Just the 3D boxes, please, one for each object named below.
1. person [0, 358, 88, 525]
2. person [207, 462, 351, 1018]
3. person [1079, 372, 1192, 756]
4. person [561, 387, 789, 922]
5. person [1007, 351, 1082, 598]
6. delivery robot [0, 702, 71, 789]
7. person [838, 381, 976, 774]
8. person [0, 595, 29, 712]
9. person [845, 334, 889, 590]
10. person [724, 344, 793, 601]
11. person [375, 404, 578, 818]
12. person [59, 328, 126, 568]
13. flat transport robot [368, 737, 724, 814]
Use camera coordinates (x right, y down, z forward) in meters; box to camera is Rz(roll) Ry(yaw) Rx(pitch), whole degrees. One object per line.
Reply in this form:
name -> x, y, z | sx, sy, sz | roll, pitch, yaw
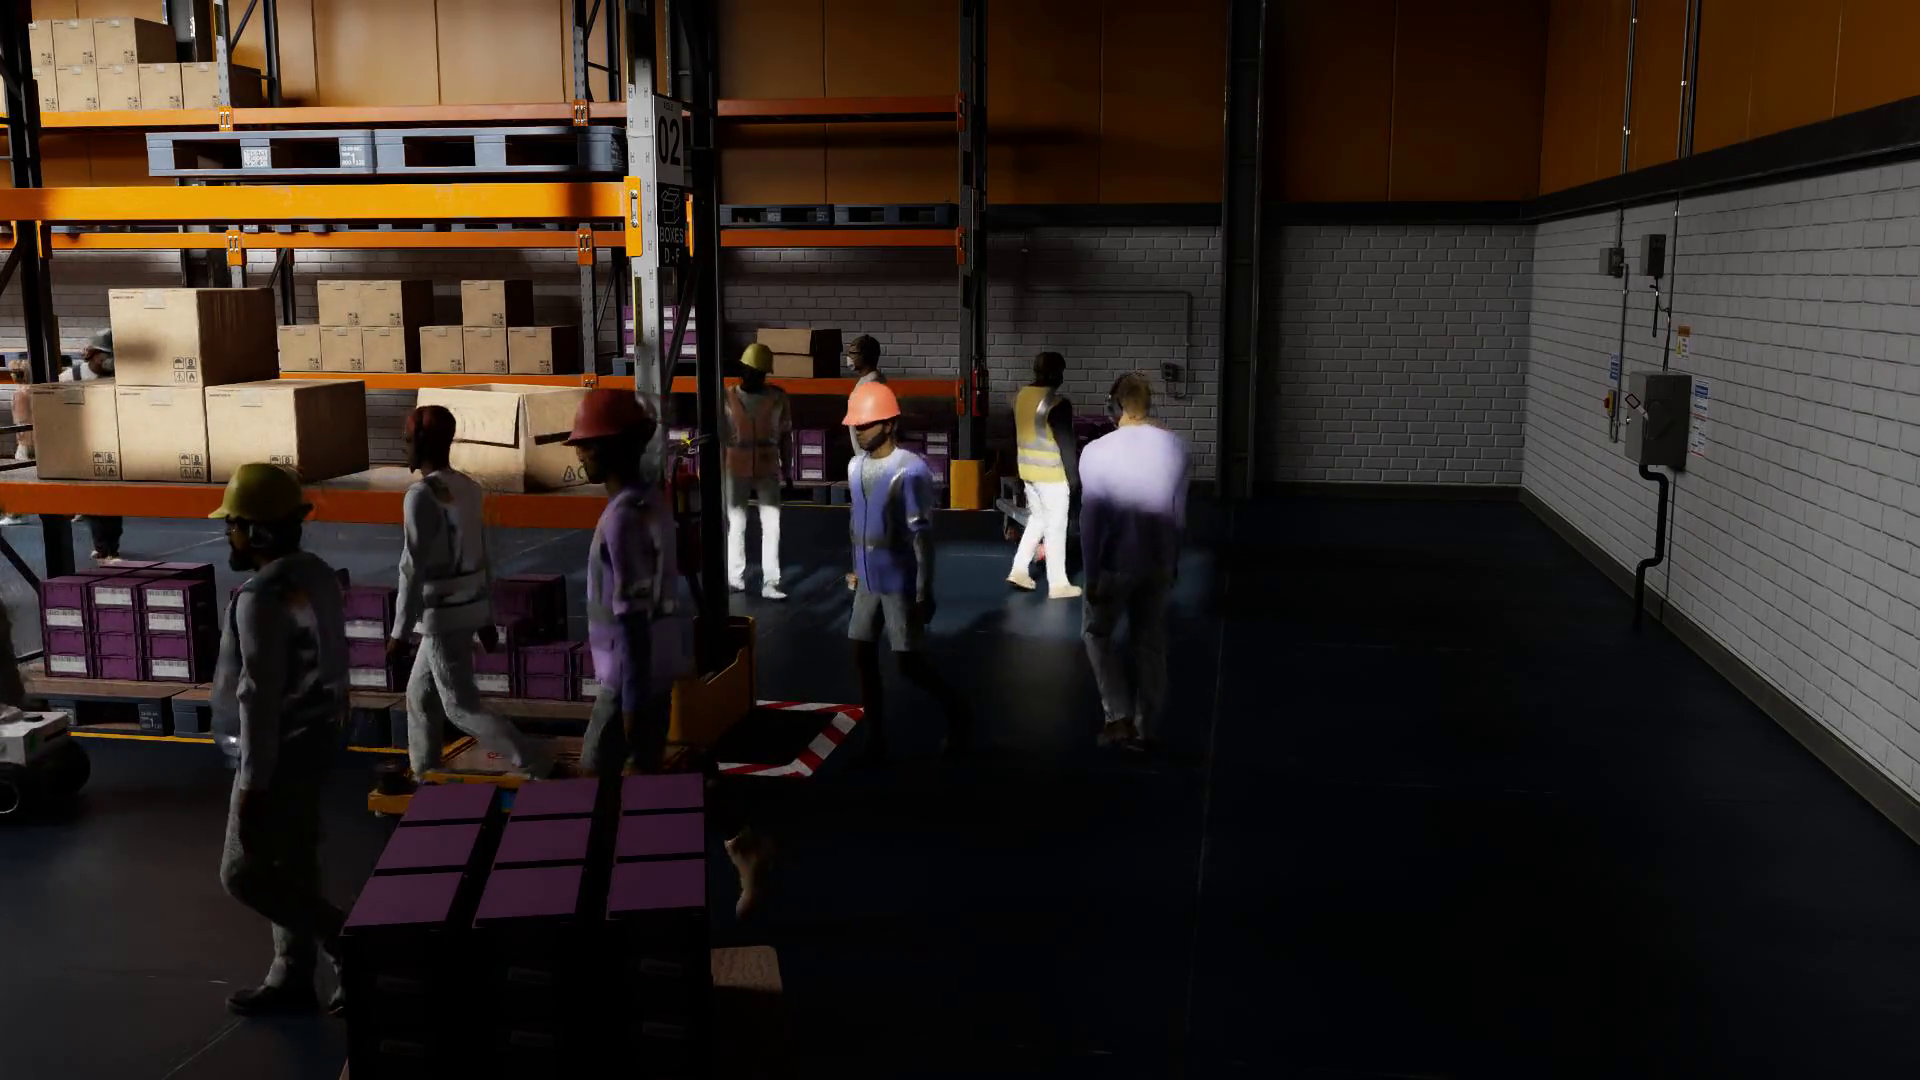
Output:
person -> -8.759, -0.934, 15.853 | 0.841, 1.603, 0.529 | -1, 9, -5
person -> -2.116, 0.658, 5.273 | 0.493, 1.822, 0.611 | -1, 9, -3
person -> 0.848, 0.131, 8.266 | 0.632, 1.928, 0.442 | -3, 10, -21
person -> -1.088, 0.456, 5.953 | 0.836, 2.016, 0.610 | 0, 9, -1
person -> 0.662, -0.474, 12.278 | 0.469, 1.839, 0.636 | -5, 10, -29
delivery robot -> -4.383, 0.898, 7.418 | 0.707, 0.478, 0.477 | 0, 9, 0
person -> -0.280, 0.170, 8.061 | 0.693, 1.909, 0.567 | -9, 13, -43
person -> -4.659, 0.340, 7.647 | 0.937, 1.688, 0.497 | 3, 10, 20
person -> -0.694, -0.586, 12.637 | 0.372, 1.940, 0.627 | -1, 9, -5
person -> -1.551, -0.479, 12.138 | 0.681, 1.881, 0.754 | -2, 9, -10
person -> -2.124, 0.341, 7.192 | 0.898, 1.849, 0.586 | 0, 9, 2
person -> -7.090, -0.811, 13.715 | 0.728, 2.000, 0.977 | -8, 12, -40
flat transport robot -> -1.850, 1.069, 7.519 | 1.431, 0.197, 0.652 | 1, 9, 8
